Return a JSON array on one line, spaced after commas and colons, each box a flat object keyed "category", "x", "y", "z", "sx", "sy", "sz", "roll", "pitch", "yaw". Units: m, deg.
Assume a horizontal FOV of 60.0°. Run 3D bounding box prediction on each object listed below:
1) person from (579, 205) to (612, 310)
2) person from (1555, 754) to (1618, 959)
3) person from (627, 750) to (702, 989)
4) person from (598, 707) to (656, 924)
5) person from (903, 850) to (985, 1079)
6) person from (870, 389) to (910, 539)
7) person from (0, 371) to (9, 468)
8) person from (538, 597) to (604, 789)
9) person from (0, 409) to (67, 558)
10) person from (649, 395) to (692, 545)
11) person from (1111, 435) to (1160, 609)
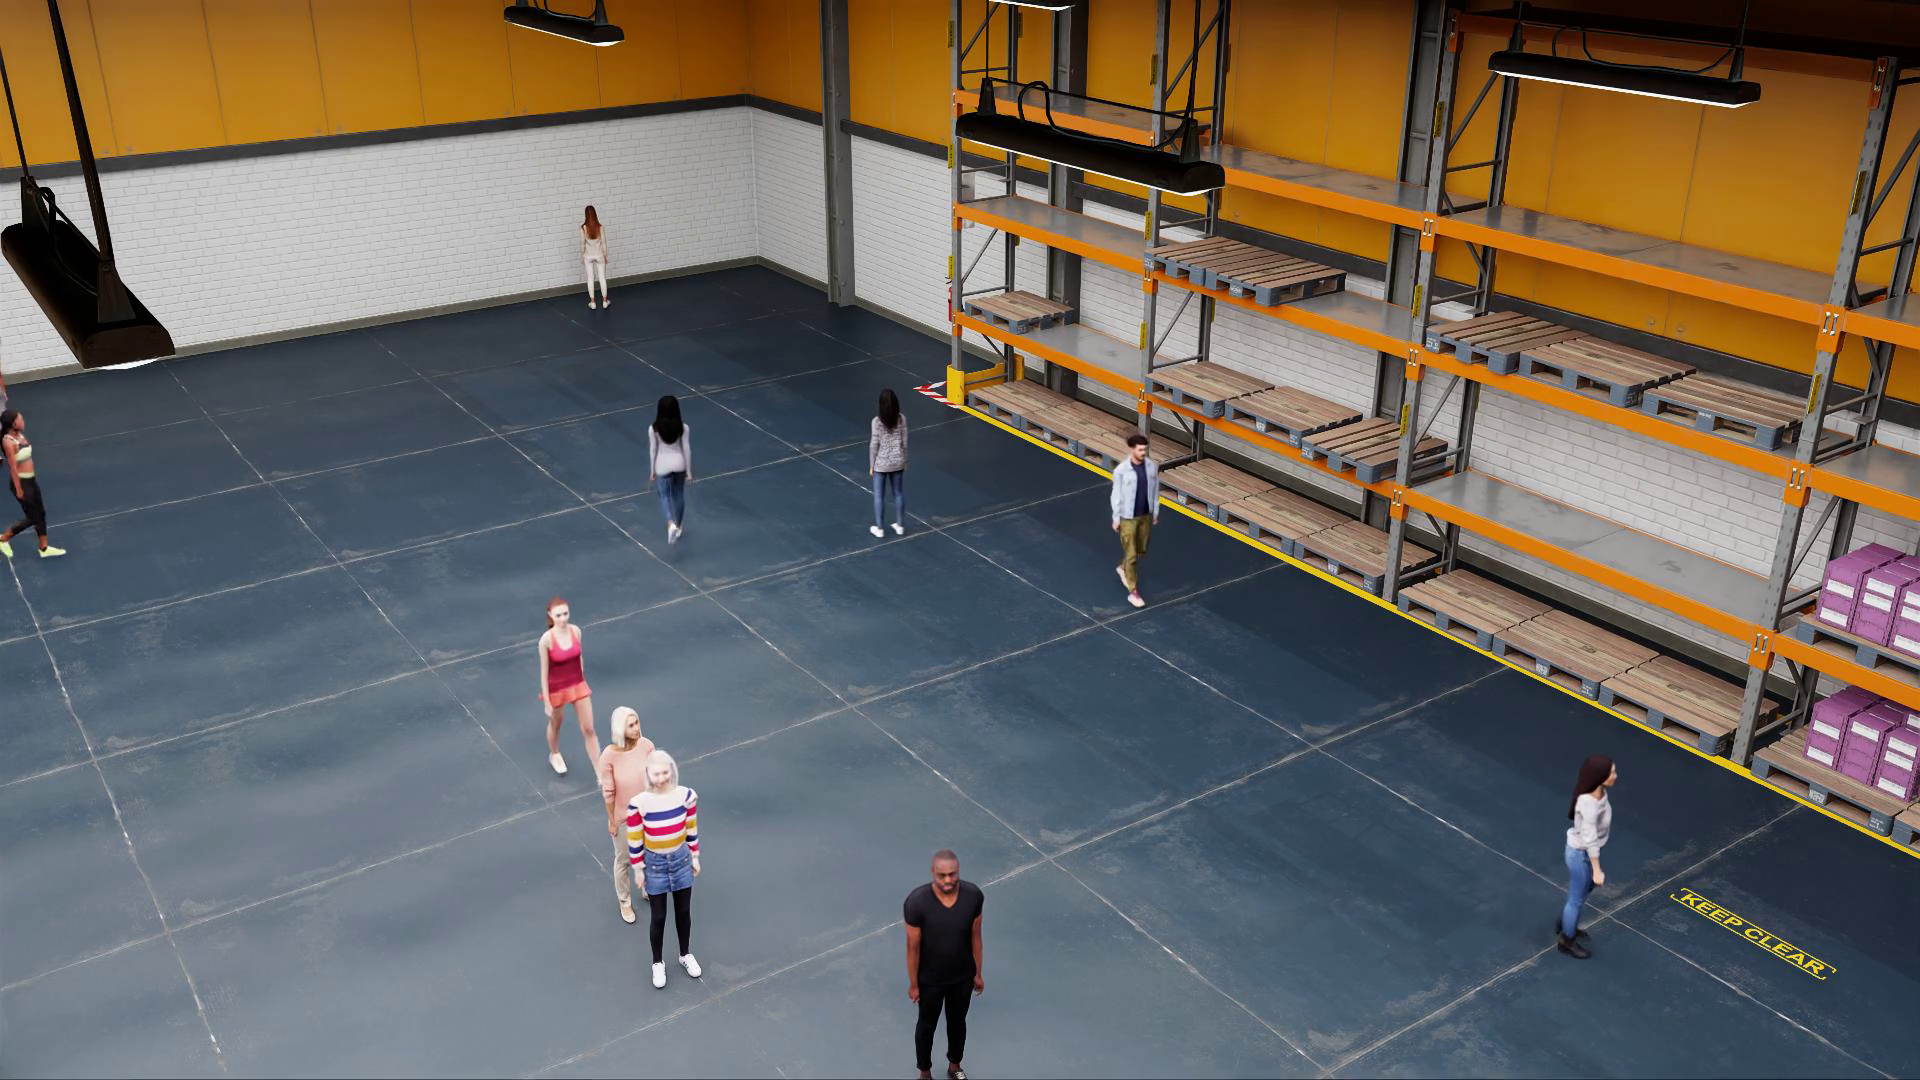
[{"category": "person", "x": -6.085, "y": -4.708, "z": 27.663, "sx": 0.678, "sy": 1.711, "sz": 0.662, "roll": -5, "pitch": 24, "yaw": -12}, {"category": "person", "x": 4.403, "y": 2.239, "z": 11.878, "sx": 0.711, "sy": 1.625, "sz": 0.702, "roll": 10, "pitch": 25, "yaw": 21}, {"category": "person", "x": -2.044, "y": 2.262, "z": 11.595, "sx": 0.689, "sy": 1.809, "sz": 0.580, "roll": -11, "pitch": 26, "yaw": -23}, {"category": "person", "x": -2.426, "y": 1.997, "z": 12.309, "sx": 0.609, "sy": 1.724, "sz": 0.532, "roll": -18, "pitch": 29, "yaw": -35}, {"category": "person", "x": -0.102, "y": 2.734, "z": 10.503, "sx": 0.732, "sy": 1.819, "sz": 0.682, "roll": -7, "pitch": 24, "yaw": -15}, {"category": "person", "x": -0.807, "y": -0.876, "z": 18.874, "sx": 0.654, "sy": 1.730, "sz": 0.587, "roll": -11, "pitch": 26, "yaw": -23}, {"category": "person", "x": -12.205, "y": -1.789, "z": 20.898, "sx": 0.590, "sy": 1.781, "sz": 0.628, "roll": 21, "pitch": 31, "yaw": 39}, {"category": "person", "x": -3.367, "y": 1.256, "z": 14.037, "sx": 0.596, "sy": 1.697, "sz": 1.119, "roll": -17, "pitch": 29, "yaw": -34}, {"category": "person", "x": -10.331, "y": -0.582, "z": 18.192, "sx": 0.834, "sy": 1.738, "sz": 0.905, "roll": -5, "pitch": 24, "yaw": -12}, {"category": "person", "x": -3.235, "y": -0.755, "z": 18.612, "sx": 0.836, "sy": 1.717, "sz": 1.048, "roll": -6, "pitch": 24, "yaw": -12}, {"category": "person", "x": 1.806, "y": -0.259, "z": 17.384, "sx": 0.815, "sy": 1.792, "sz": 1.058, "roll": -10, "pitch": 26, "yaw": -22}]
